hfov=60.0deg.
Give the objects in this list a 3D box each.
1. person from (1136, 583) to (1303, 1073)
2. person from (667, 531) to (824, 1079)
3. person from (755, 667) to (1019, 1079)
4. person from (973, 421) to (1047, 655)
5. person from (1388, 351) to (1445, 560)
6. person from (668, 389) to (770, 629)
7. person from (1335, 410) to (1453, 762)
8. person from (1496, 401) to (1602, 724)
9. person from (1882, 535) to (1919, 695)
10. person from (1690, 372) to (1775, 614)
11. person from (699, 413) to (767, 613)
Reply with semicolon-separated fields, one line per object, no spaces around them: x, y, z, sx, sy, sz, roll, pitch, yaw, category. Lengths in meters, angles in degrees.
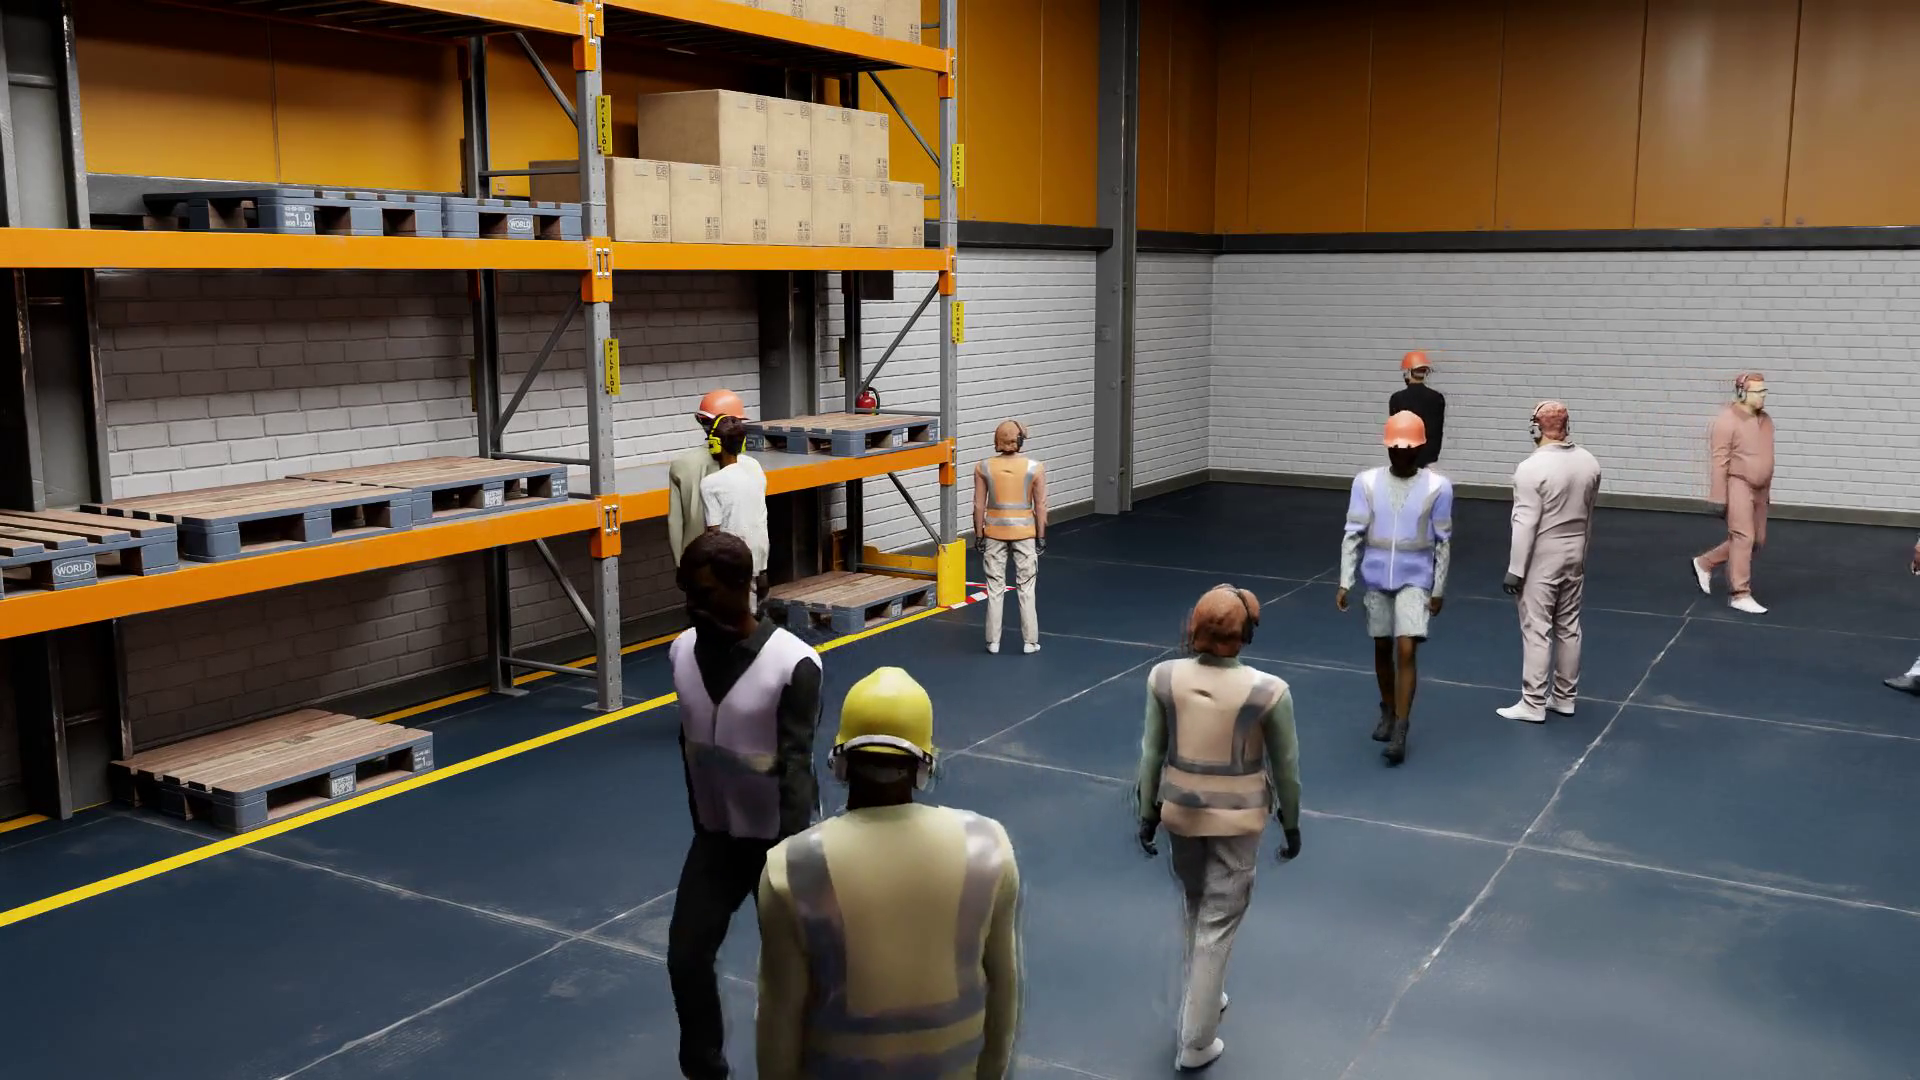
0.909;0.942;5.644;0.535;1.609;0.690;5;11;31;person
-0.674;0.919;4.973;0.615;1.889;0.733;5;10;29;person
-0.138;1.185;3.607;0.603;1.800;0.816;-2;9;-15;person
0.345;-0.010;11.541;0.515;1.636;0.315;1;9;6;person
4.138;-0.759;15.263;0.654;1.933;1.037;-3;10;-19;person
-1.365;0.134;9.534;0.621;1.990;0.391;4;10;22;person
2.371;0.247;9.132;0.565;1.895;0.930;4;10;25;person
3.456;0.132;9.836;0.636;1.903;0.404;-5;11;-30;person
6.149;0.121;10.406;0.838;1.726;0.553;0;9;0;person
6.130;-0.390;13.133;0.654;1.882;0.687;-6;11;-33;person
-1.284;0.222;9.373;0.310;1.868;0.533;6;11;35;person
